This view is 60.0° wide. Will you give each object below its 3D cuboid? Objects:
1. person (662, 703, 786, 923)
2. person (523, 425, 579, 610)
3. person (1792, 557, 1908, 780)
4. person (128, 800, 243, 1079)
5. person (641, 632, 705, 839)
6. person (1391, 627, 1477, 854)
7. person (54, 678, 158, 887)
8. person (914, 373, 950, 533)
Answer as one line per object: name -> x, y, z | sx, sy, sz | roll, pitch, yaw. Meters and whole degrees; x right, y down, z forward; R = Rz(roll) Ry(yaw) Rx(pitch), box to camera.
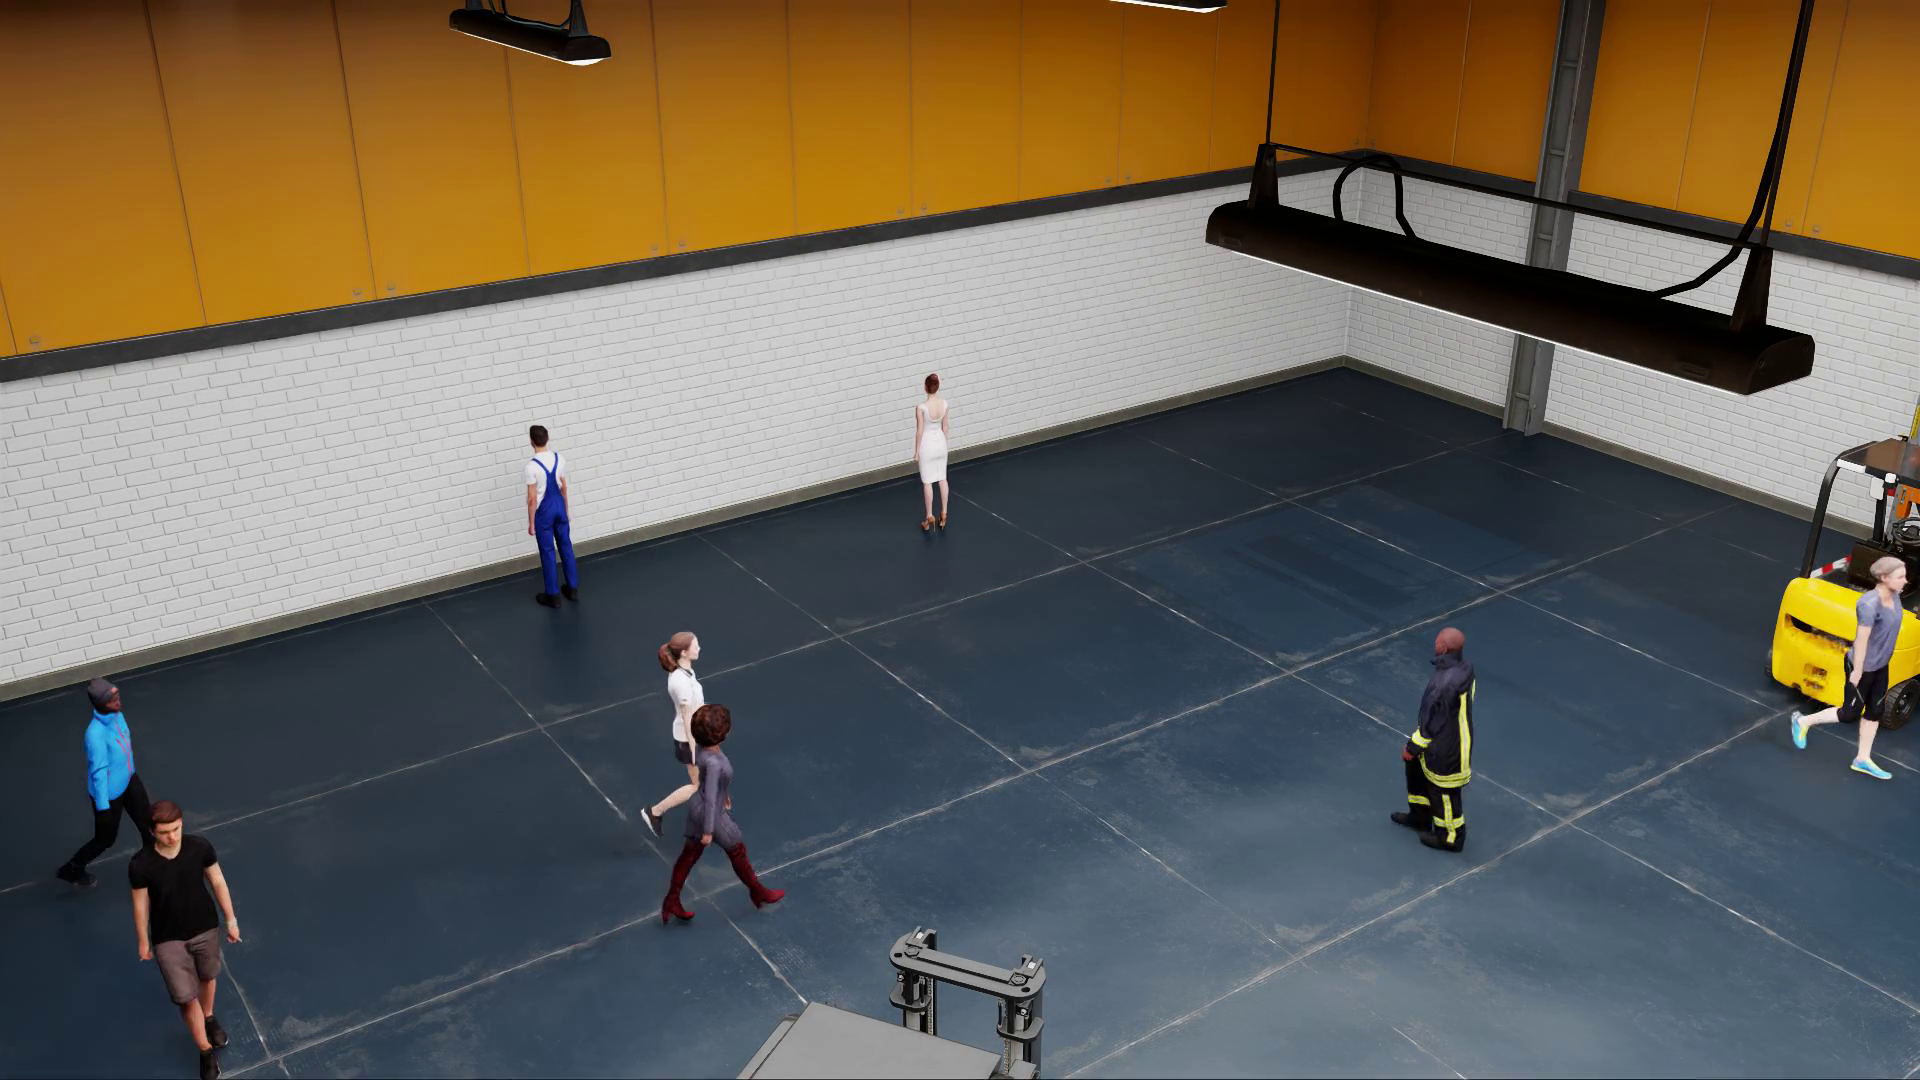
person -> -1.815, 1.948, 11.489 | 0.830, 1.659, 1.091 | -9, 25, -19
person -> -4.019, -0.245, 16.269 | 0.635, 1.849, 0.678 | 20, 31, 38
person -> 7.229, 0.999, 13.397 | 0.659, 1.869, 1.026 | -16, 28, -32
person -> -4.821, 2.366, 10.306 | 0.745, 1.840, 0.912 | -18, 30, -36
person -> -2.079, 1.504, 12.406 | 0.863, 1.738, 0.928 | -4, 24, -10
person -> 3.678, 1.505, 12.324 | 0.989, 1.801, 0.919 | 12, 26, 25
person -> -6.074, 1.779, 11.758 | 1.161, 1.753, 1.196 | -1, 24, -2
person -> -0.296, -0.953, 17.959 | 0.589, 1.793, 0.494 | -13, 27, -28
